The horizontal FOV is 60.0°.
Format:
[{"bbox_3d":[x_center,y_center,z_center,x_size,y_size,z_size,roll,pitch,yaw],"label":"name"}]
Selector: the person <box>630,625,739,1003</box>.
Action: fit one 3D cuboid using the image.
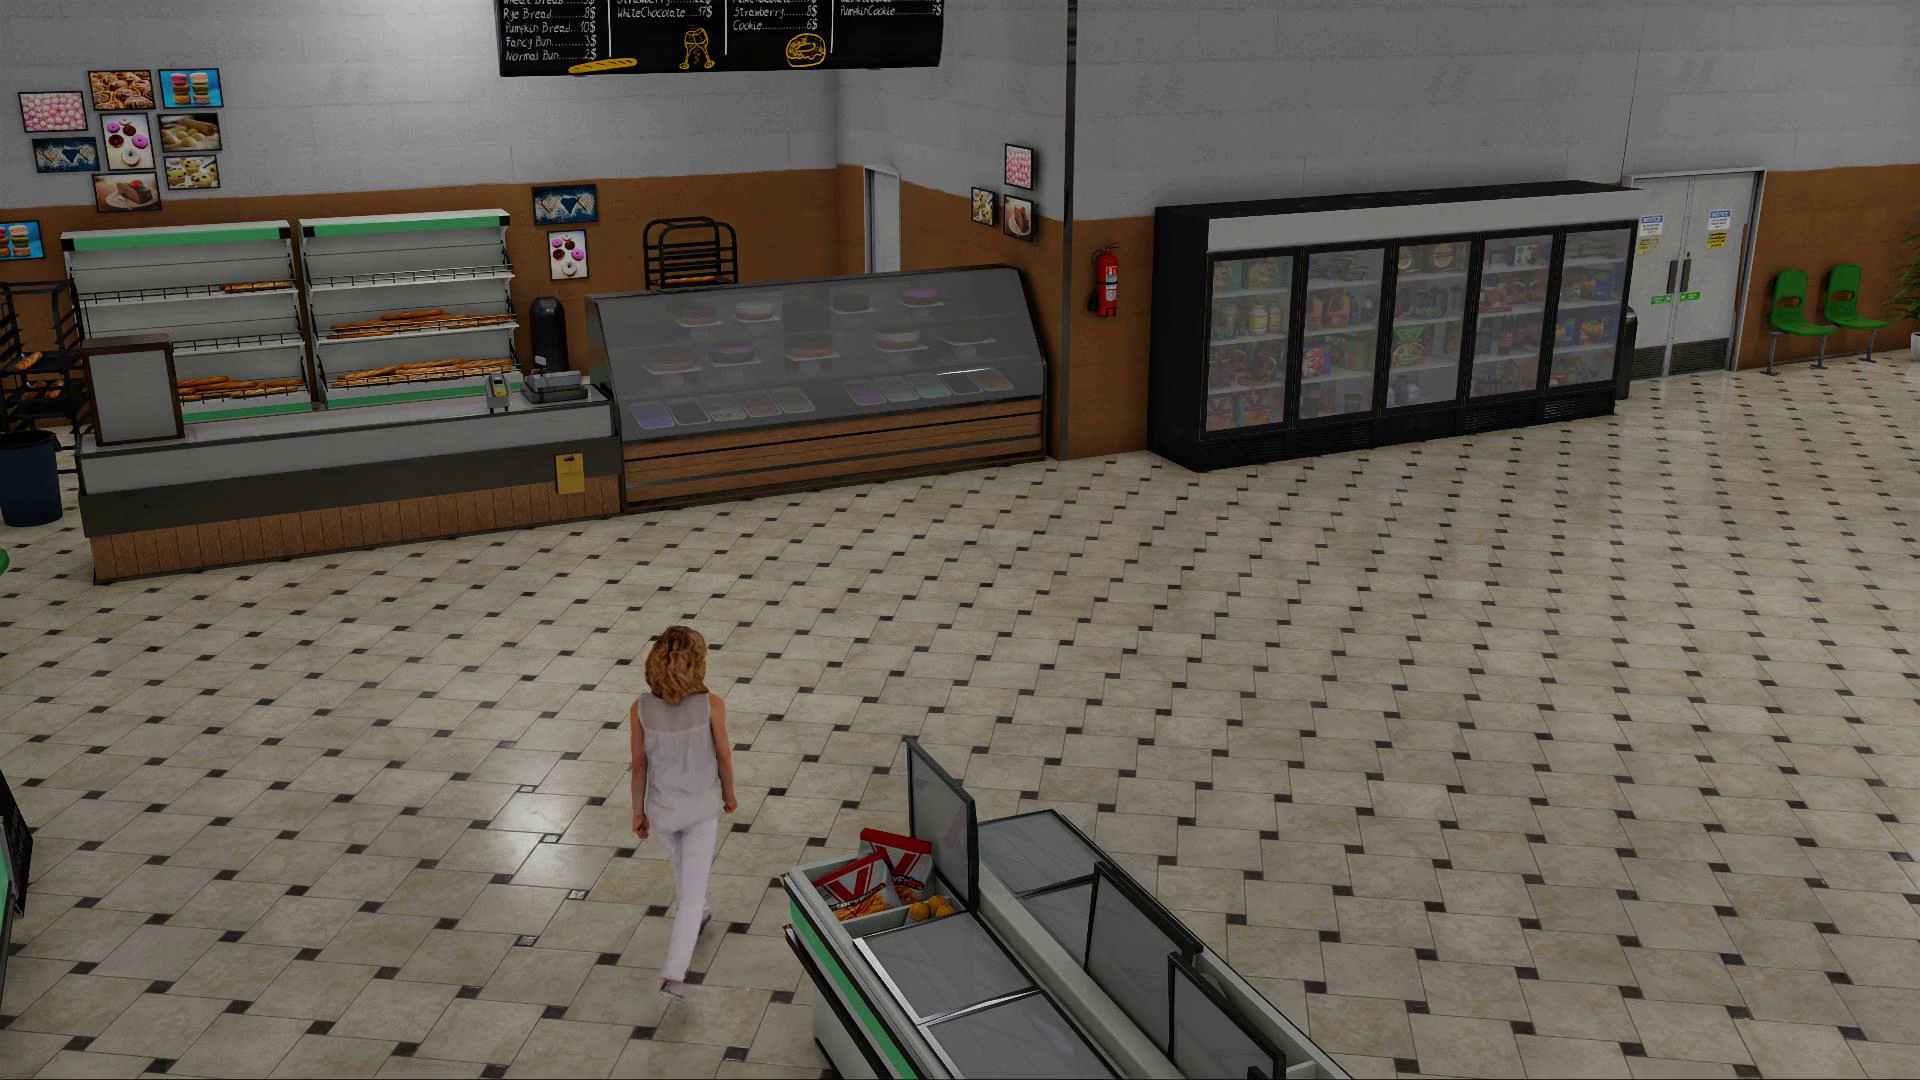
[{"bbox_3d":[-1.218,1.214,7.227,0.972,1.628,1.182,2,19,6],"label":"person"}]
